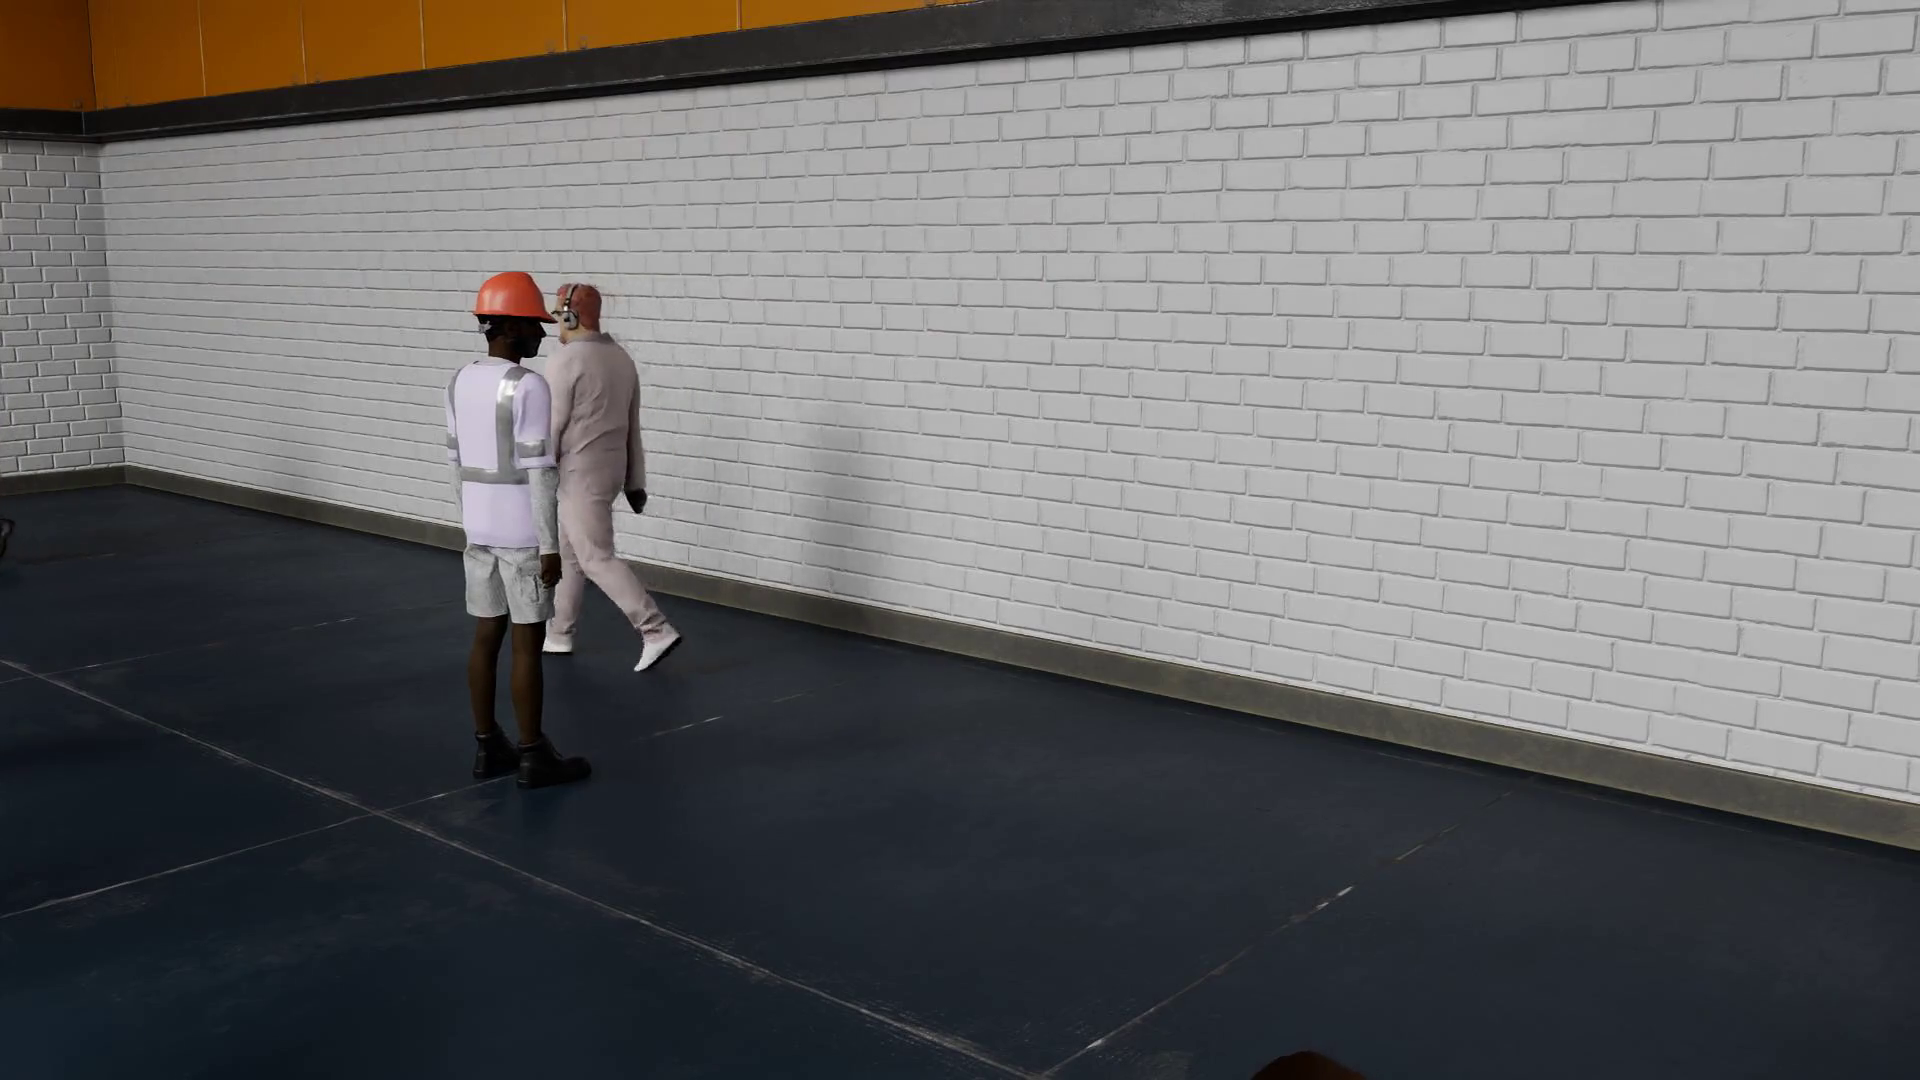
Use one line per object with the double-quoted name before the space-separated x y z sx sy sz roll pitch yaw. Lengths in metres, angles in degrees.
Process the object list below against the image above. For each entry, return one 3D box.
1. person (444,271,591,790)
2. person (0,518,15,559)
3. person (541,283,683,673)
"person" -1.683 -0.034 6.276 0.547 1.934 0.376 8 12 37
"person" -6.407 -0.701 10.203 0.864 1.906 0.554 -5 11 -27
"person" -1.753 -0.304 8.016 0.962 1.864 0.640 3 10 17
